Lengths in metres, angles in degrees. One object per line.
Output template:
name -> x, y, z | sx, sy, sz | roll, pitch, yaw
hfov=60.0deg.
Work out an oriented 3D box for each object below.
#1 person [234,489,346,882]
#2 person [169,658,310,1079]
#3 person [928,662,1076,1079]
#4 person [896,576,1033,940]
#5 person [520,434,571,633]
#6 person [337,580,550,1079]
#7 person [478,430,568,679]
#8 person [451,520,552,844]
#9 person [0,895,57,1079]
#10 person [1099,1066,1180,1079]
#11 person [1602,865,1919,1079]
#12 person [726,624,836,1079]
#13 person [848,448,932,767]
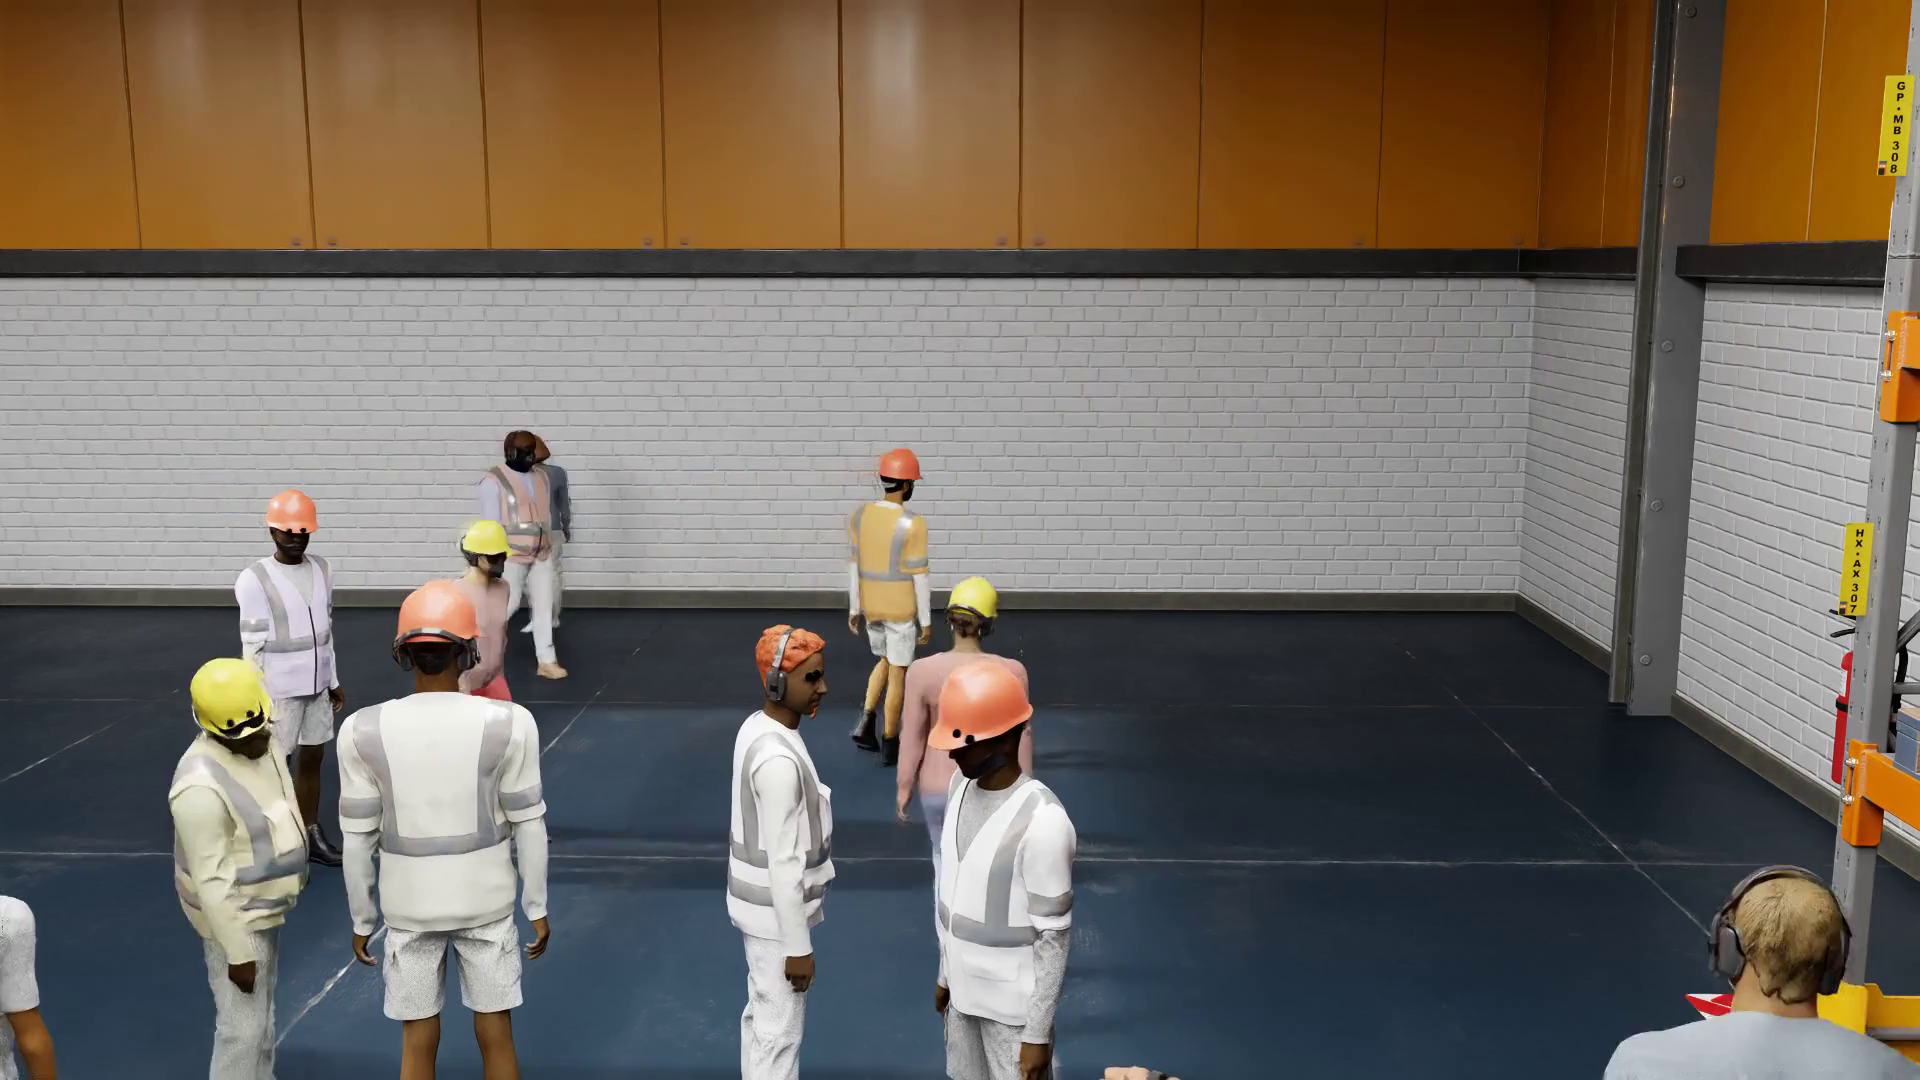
person -> -3.236, 0.709, 8.145 | 0.374, 1.934, 0.548 | 5, 10, 25
person -> -2.372, 1.220, 5.570 | 0.407, 1.786, 0.714 | -1, 10, -6
person -> 0.082, 1.283, 4.726 | 0.372, 1.928, 0.543 | -6, 11, -32
person -> 0.011, 1.030, 6.825 | 0.558, 1.732, 0.735 | 1, 10, 8
person -> -3.411, -0.054, 13.654 | 0.592, 1.628, 0.389 | -8, 12, -39
person -> -1.611, 1.138, 5.259 | 0.615, 2.038, 0.396 | -2, 10, -10
person -> -3.238, 0.096, 12.142 | 0.778, 1.821, 0.632 | 7, 12, 35
person -> -2.572, 0.726, 8.678 | 0.857, 1.718, 0.507 | 5, 11, 28
person -> -2.424, 1.443, 3.964 | 0.597, 1.866, 0.342 | -3, 10, -16
person -> 0.334, 1.720, 2.968 | 0.308, 1.641, 0.514 | 3, 10, 16
person -> 1.477, 1.562, 3.111 | 0.649, 1.911, 0.495 | 0, 9, 1
person -> -0.565, 1.202, 5.342 | 0.361, 1.884, 0.574 | -2, 10, -11
person -> -0.401, 0.406, 9.990 | 0.585, 1.920, 0.408 | 7, 12, 36
